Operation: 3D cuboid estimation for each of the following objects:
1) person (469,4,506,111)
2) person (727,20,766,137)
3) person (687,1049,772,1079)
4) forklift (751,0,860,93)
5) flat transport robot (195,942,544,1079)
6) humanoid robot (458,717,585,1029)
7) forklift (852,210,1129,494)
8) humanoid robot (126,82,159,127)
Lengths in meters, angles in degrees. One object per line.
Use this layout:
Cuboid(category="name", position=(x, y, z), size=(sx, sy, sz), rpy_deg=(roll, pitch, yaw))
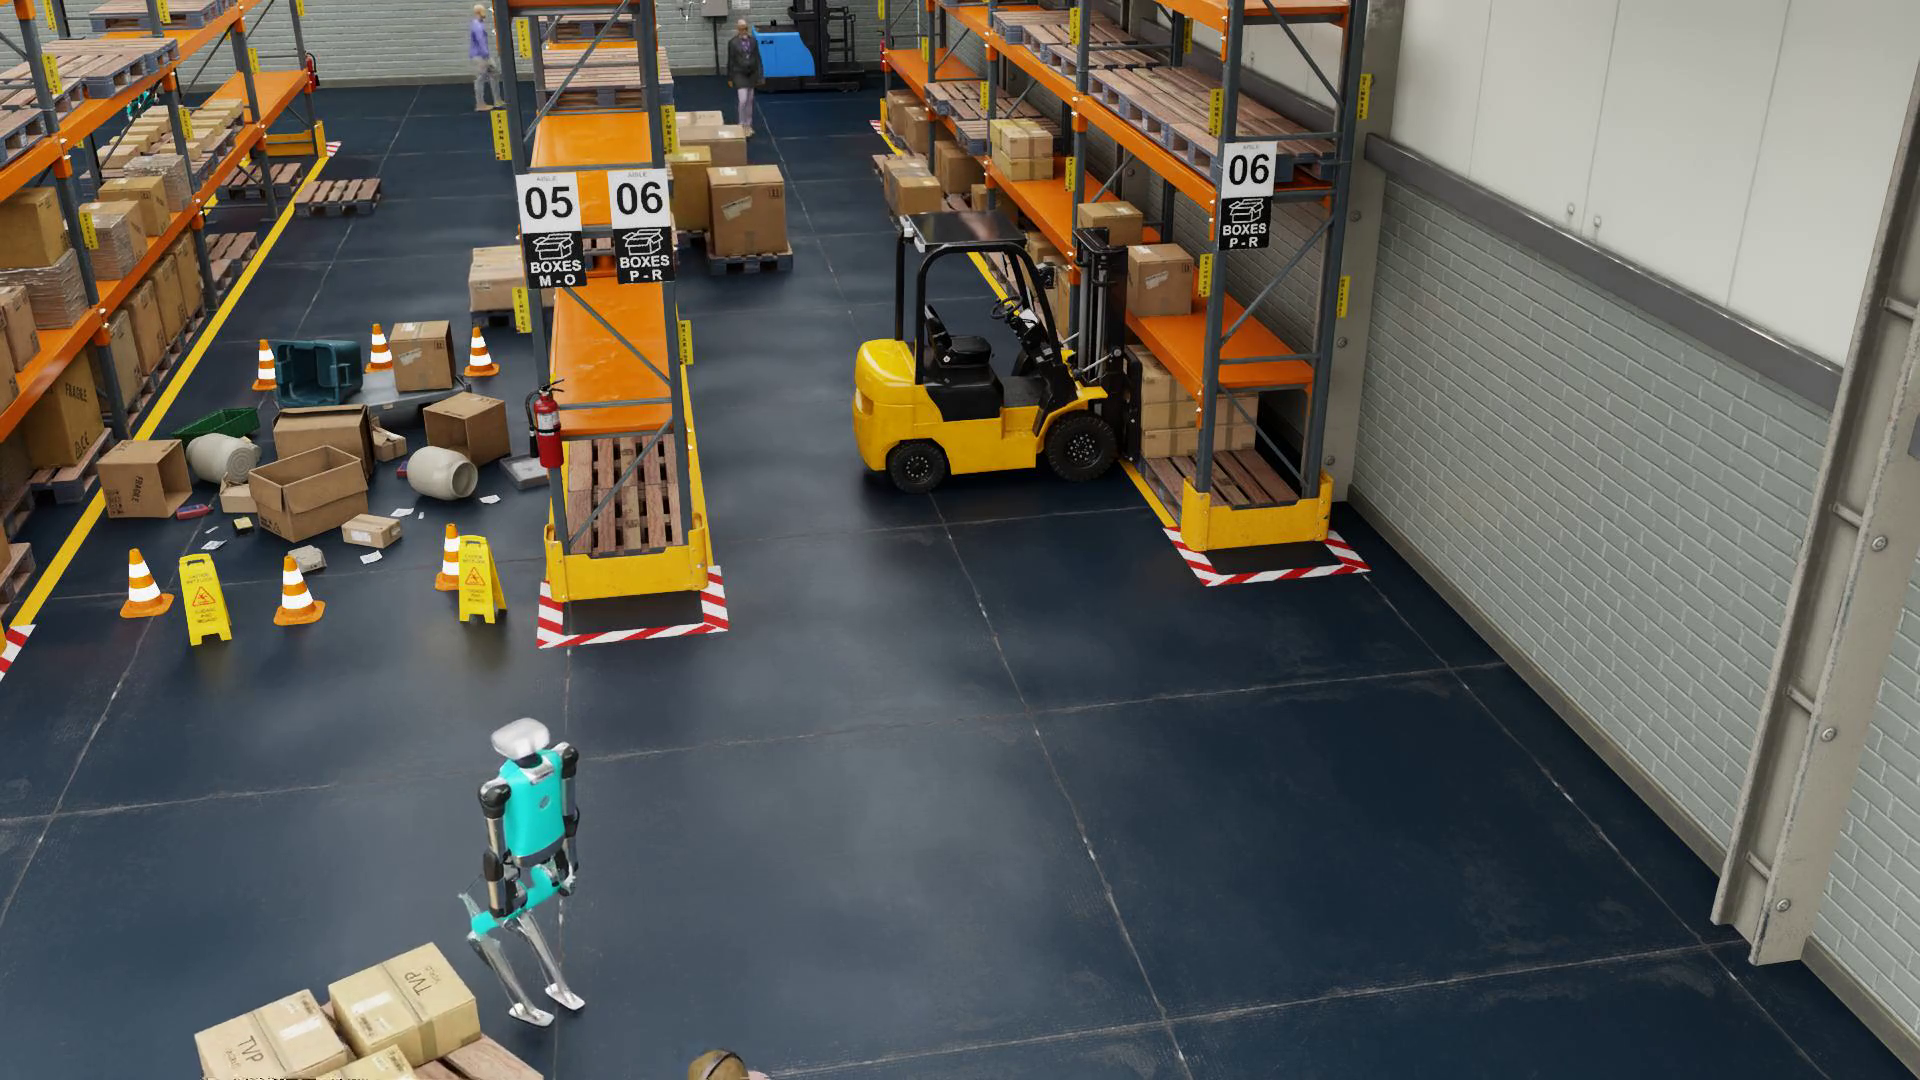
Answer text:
Cuboid(category="person", position=(-8.124, -8.331, 28.733), size=(0.725, 1.775, 0.636), rpy_deg=(-6, 26, -13))
Cuboid(category="person", position=(-3.418, -7.427, 26.791), size=(0.551, 1.827, 0.739), rpy_deg=(-15, 30, -29))
Cuboid(category="person", position=(-0.885, 2.539, 6.001), size=(1.116, 1.870, 0.616), rpy_deg=(16, 30, 30))
Cuboid(category="forklift", position=(-2.872, -9.679, 30.288), size=(1.873, 2.768, 1.129), rpy_deg=(-5, 26, -10))
Cuboid(category="flat transport robot", position=(-2.635, 2.698, 7.510), size=(0.659, 0.231, 1.431), rpy_deg=(19, 32, 34))
Cuboid(category="humanoid robot", position=(-2.176, 1.583, 8.055), size=(0.686, 1.732, 0.540), rpy_deg=(18, 31, 33))
Cuboid(category="forklift", position=(0.216, -1.659, 14.366), size=(2.313, 2.155, 1.214), rpy_deg=(-5, 26, -10))
Cuboid(category="humanoid robot", position=(-12.772, -6.968, 25.796), size=(0.735, 1.673, 0.533), rpy_deg=(22, 33, 38))
